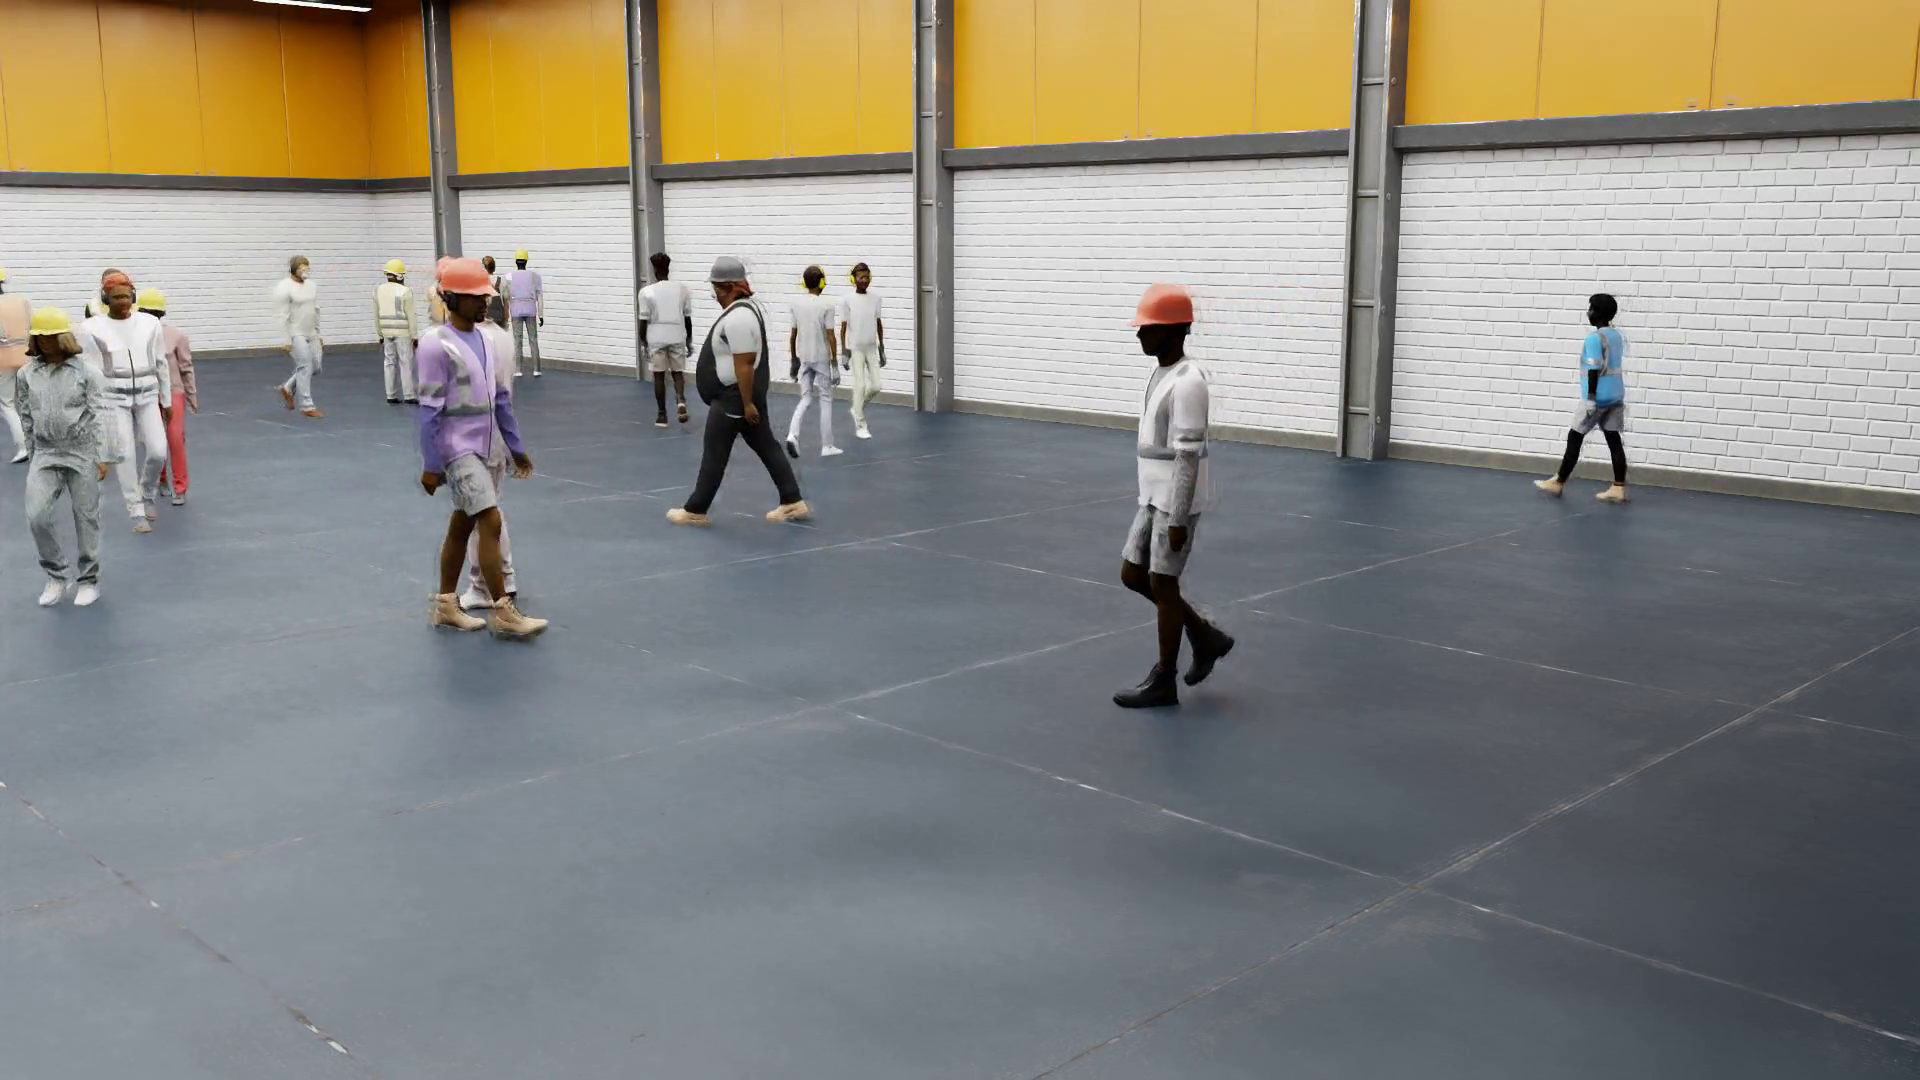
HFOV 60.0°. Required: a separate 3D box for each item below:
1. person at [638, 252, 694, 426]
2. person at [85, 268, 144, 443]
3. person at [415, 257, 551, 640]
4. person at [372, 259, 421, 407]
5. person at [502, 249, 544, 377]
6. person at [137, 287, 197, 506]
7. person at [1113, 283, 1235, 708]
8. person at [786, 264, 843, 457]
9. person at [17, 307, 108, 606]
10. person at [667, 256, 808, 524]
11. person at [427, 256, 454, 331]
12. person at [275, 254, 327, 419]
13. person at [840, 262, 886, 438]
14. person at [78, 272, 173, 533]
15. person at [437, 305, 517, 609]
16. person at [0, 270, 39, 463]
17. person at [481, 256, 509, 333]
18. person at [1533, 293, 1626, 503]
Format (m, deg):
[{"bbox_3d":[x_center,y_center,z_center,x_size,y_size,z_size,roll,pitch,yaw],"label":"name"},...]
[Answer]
[{"bbox_3d":[-3.261,-2.221,18.502,0.628,1.946,0.504,-4,11,-22],"label":"person"},{"bbox_3d":[-8.264,-1.779,16.457,0.630,1.825,0.746,-4,11,-21],"label":"person"},{"bbox_3d":[-2.484,-0.469,8.802,0.890,2.012,0.612,2,11,11],"label":"person"},{"bbox_3d":[-7.017,-2.582,20.790,0.600,1.831,0.404,4,11,21],"label":"person"},{"bbox_3d":[-6.591,-3.420,25.106,0.594,1.924,0.383,-3,11,-18],"label":"person"},{"bbox_3d":[-6.407,-1.165,13.331,0.527,1.728,0.717,-4,11,-21],"label":"person"},{"bbox_3d":[0.964,-0.187,7.479,0.496,1.925,0.573,-2,11,-9],"label":"person"},{"bbox_3d":[-1.412,-1.708,15.971,0.574,1.863,0.602,5,12,27],"label":"person"},{"bbox_3d":[-5.136,-0.465,9.536,0.494,1.728,0.429,-2,11,-9],"label":"person"},{"bbox_3d":[-1.625,-1.128,12.294,1.036,2.000,0.684,1,10,4],"label":"person"},{"bbox_3d":[-6.142,-2.461,20.020,0.554,1.886,0.934,0,10,2],"label":"person"},{"bbox_3d":[-7.747,-2.358,19.362,0.649,1.911,0.673,3,11,18],"label":"person"},{"bbox_3d":[-1.040,-2.010,17.619,0.540,1.852,0.478,-6,12,-31],"label":"person"},{"bbox_3d":[-5.992,-0.982,11.970,0.606,1.874,0.455,-9,14,-40],"label":"person"},{"bbox_3d":[-2.776,-0.544,9.485,0.401,1.908,0.680,1,10,6],"label":"person"},{"bbox_3d":[-8.912,-1.655,15.643,0.585,1.880,0.642,4,11,21],"label":"person"},{"bbox_3d":[-6.578,-3.057,23.346,0.507,1.847,0.345,-9,14,-41],"label":"person"},{"bbox_3d":[5.058,-1.146,13.398,0.555,1.658,0.803,-9,14,-40],"label":"person"}]
